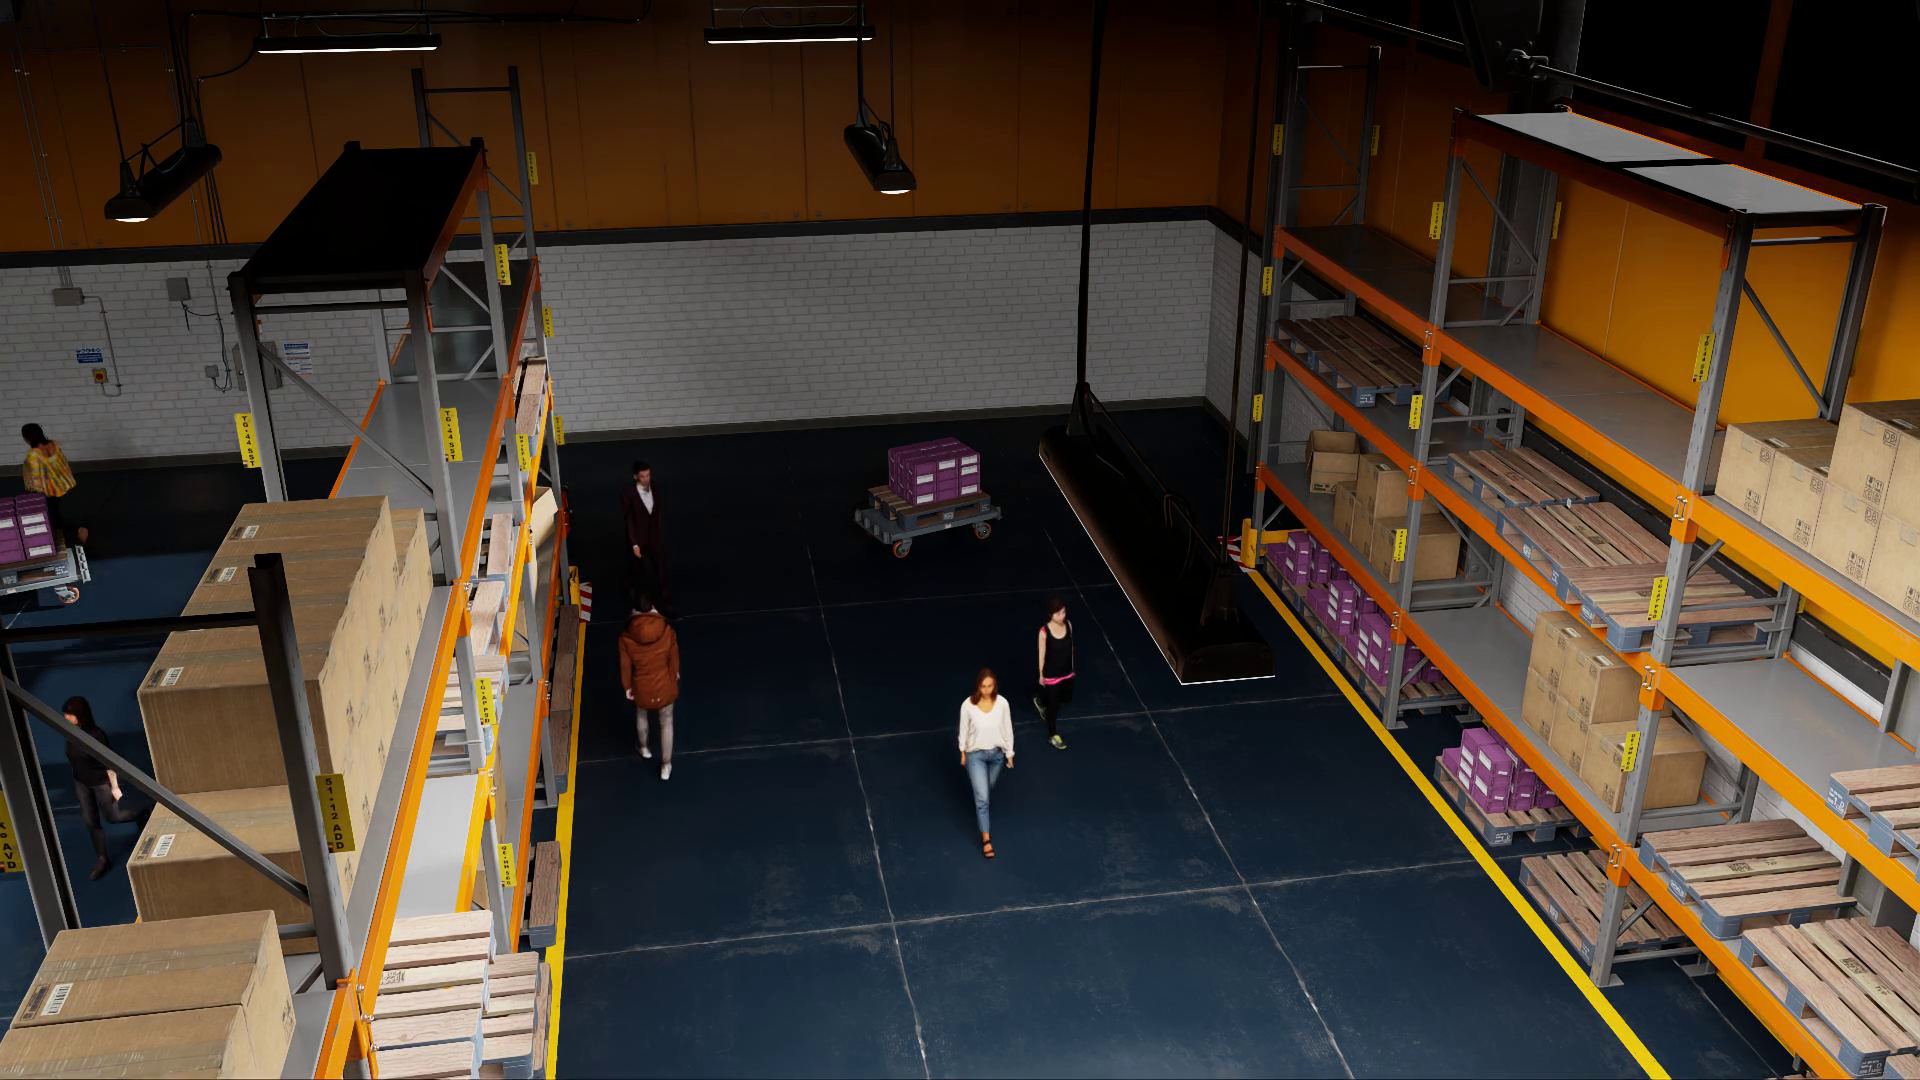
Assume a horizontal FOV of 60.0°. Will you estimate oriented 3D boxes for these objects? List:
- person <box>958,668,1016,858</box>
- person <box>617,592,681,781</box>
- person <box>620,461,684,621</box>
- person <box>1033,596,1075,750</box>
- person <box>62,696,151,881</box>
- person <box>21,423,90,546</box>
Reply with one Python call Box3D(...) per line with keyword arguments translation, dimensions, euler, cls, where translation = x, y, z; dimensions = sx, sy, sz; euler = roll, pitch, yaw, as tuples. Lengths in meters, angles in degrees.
Box3D(translation=(0.212, 1.832, 14.445), dimensions=(0.630, 1.645, 1.034), euler=(-4, 24, -10), cls="person")
Box3D(translation=(-2.809, 1.378, 15.280), dimensions=(0.744, 1.808, 0.943), euler=(-5, 24, -12), cls="person")
Box3D(translation=(-3.564, -0.029, 18.476), dimensions=(1.027, 1.826, 1.334), euler=(-17, 29, -34), cls="person")
Box3D(translation=(0.890, 1.222, 15.979), dimensions=(0.763, 1.535, 0.921), euler=(-16, 28, -33), cls="person")
Box3D(translation=(-7.245, 2.020, 14.040), dimensions=(0.791, 1.625, 1.021), euler=(5, 24, 11), cls="person")
Box3D(translation=(-10.916, -0.618, 20.062), dimensions=(0.899, 1.635, 0.921), euler=(2, 24, 5), cls="person")
